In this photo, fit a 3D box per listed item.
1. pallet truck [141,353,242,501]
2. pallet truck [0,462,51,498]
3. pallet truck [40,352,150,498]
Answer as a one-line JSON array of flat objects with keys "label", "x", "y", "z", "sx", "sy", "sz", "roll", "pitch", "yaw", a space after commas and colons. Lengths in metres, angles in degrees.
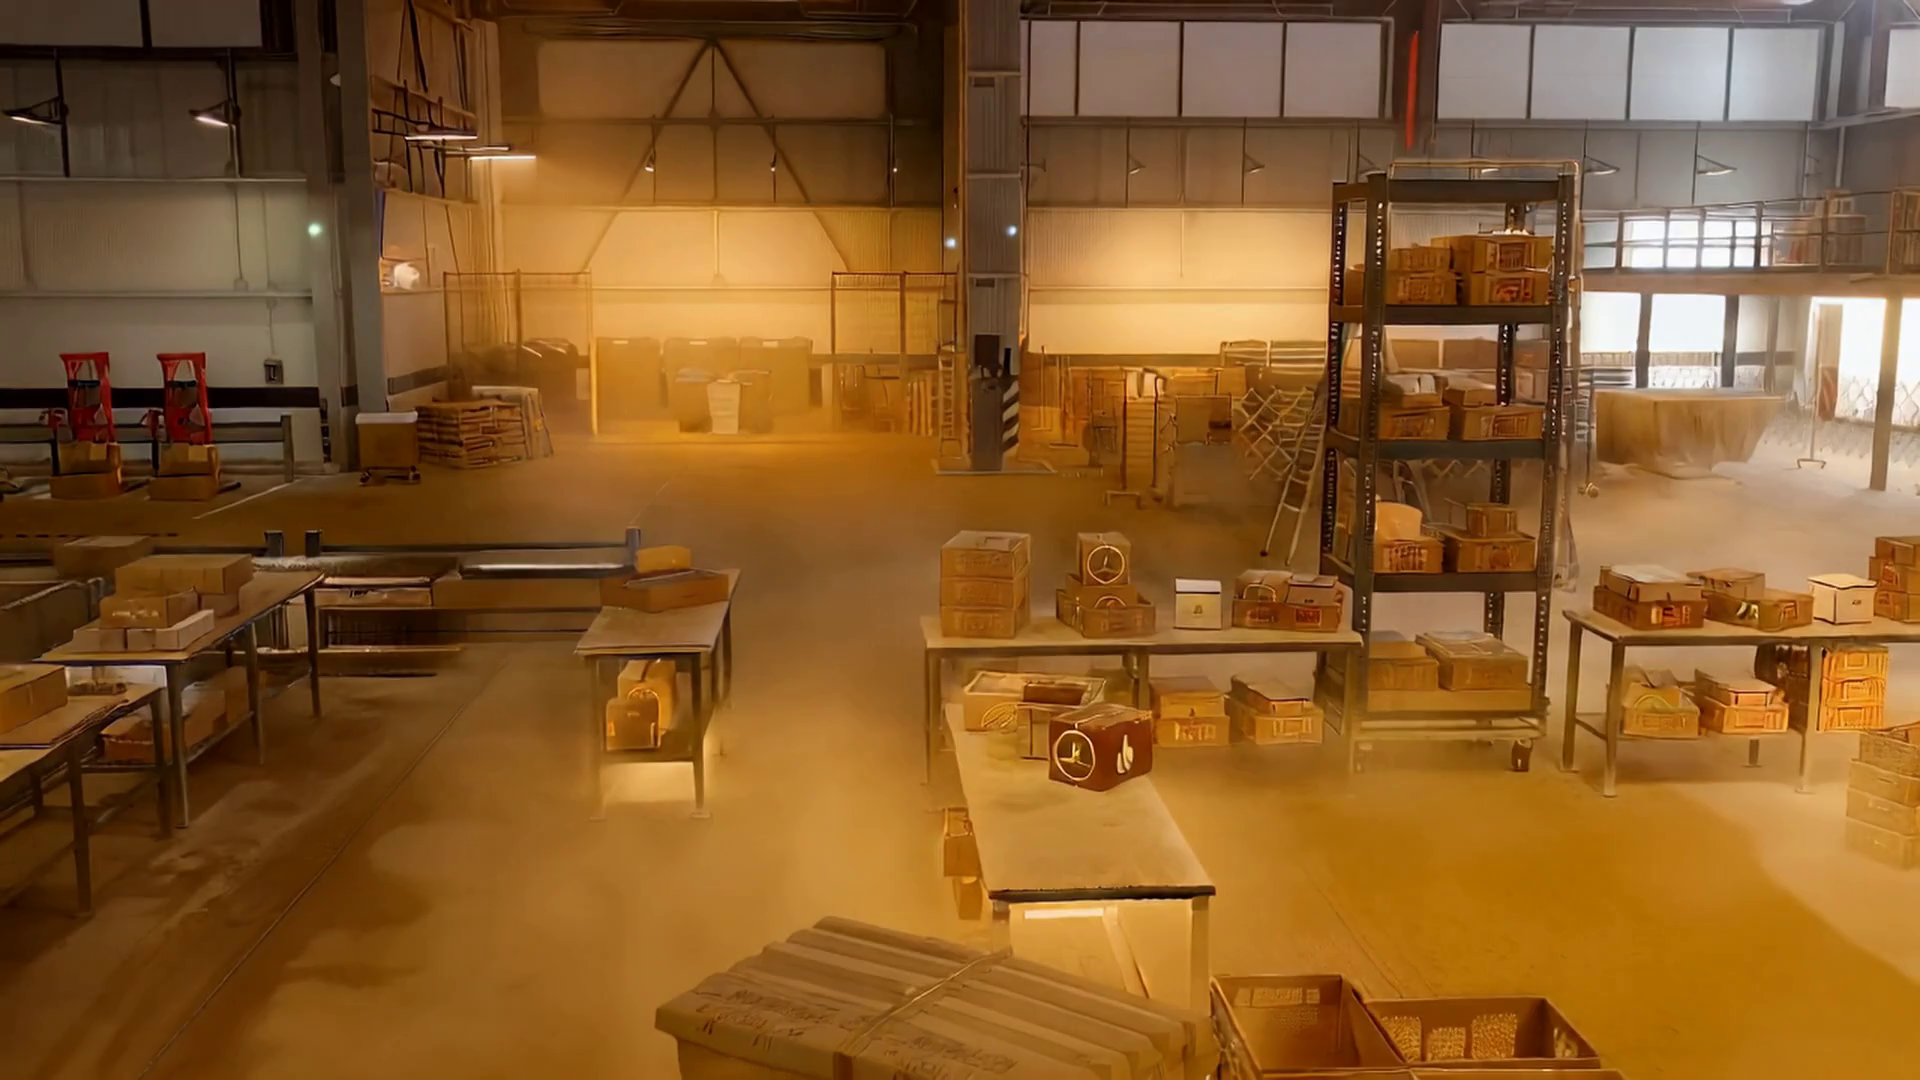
[{"label": "pallet truck", "x": -10.520, "y": -1.604, "z": 22.925, "sx": 0.823, "sy": 1.965, "sz": 1.885, "roll": -1, "pitch": 9, "yaw": -6}, {"label": "pallet truck", "x": -13.193, "y": -1.293, "z": 23.148, "sx": 0.653, "sy": 1.274, "sz": 1.630, "roll": -1, "pitch": 9, "yaw": -4}, {"label": "pallet truck", "x": -11.907, "y": -1.642, "z": 23.165, "sx": 0.823, "sy": 1.965, "sz": 1.885, "roll": 0, "pitch": 9, "yaw": 0}]
